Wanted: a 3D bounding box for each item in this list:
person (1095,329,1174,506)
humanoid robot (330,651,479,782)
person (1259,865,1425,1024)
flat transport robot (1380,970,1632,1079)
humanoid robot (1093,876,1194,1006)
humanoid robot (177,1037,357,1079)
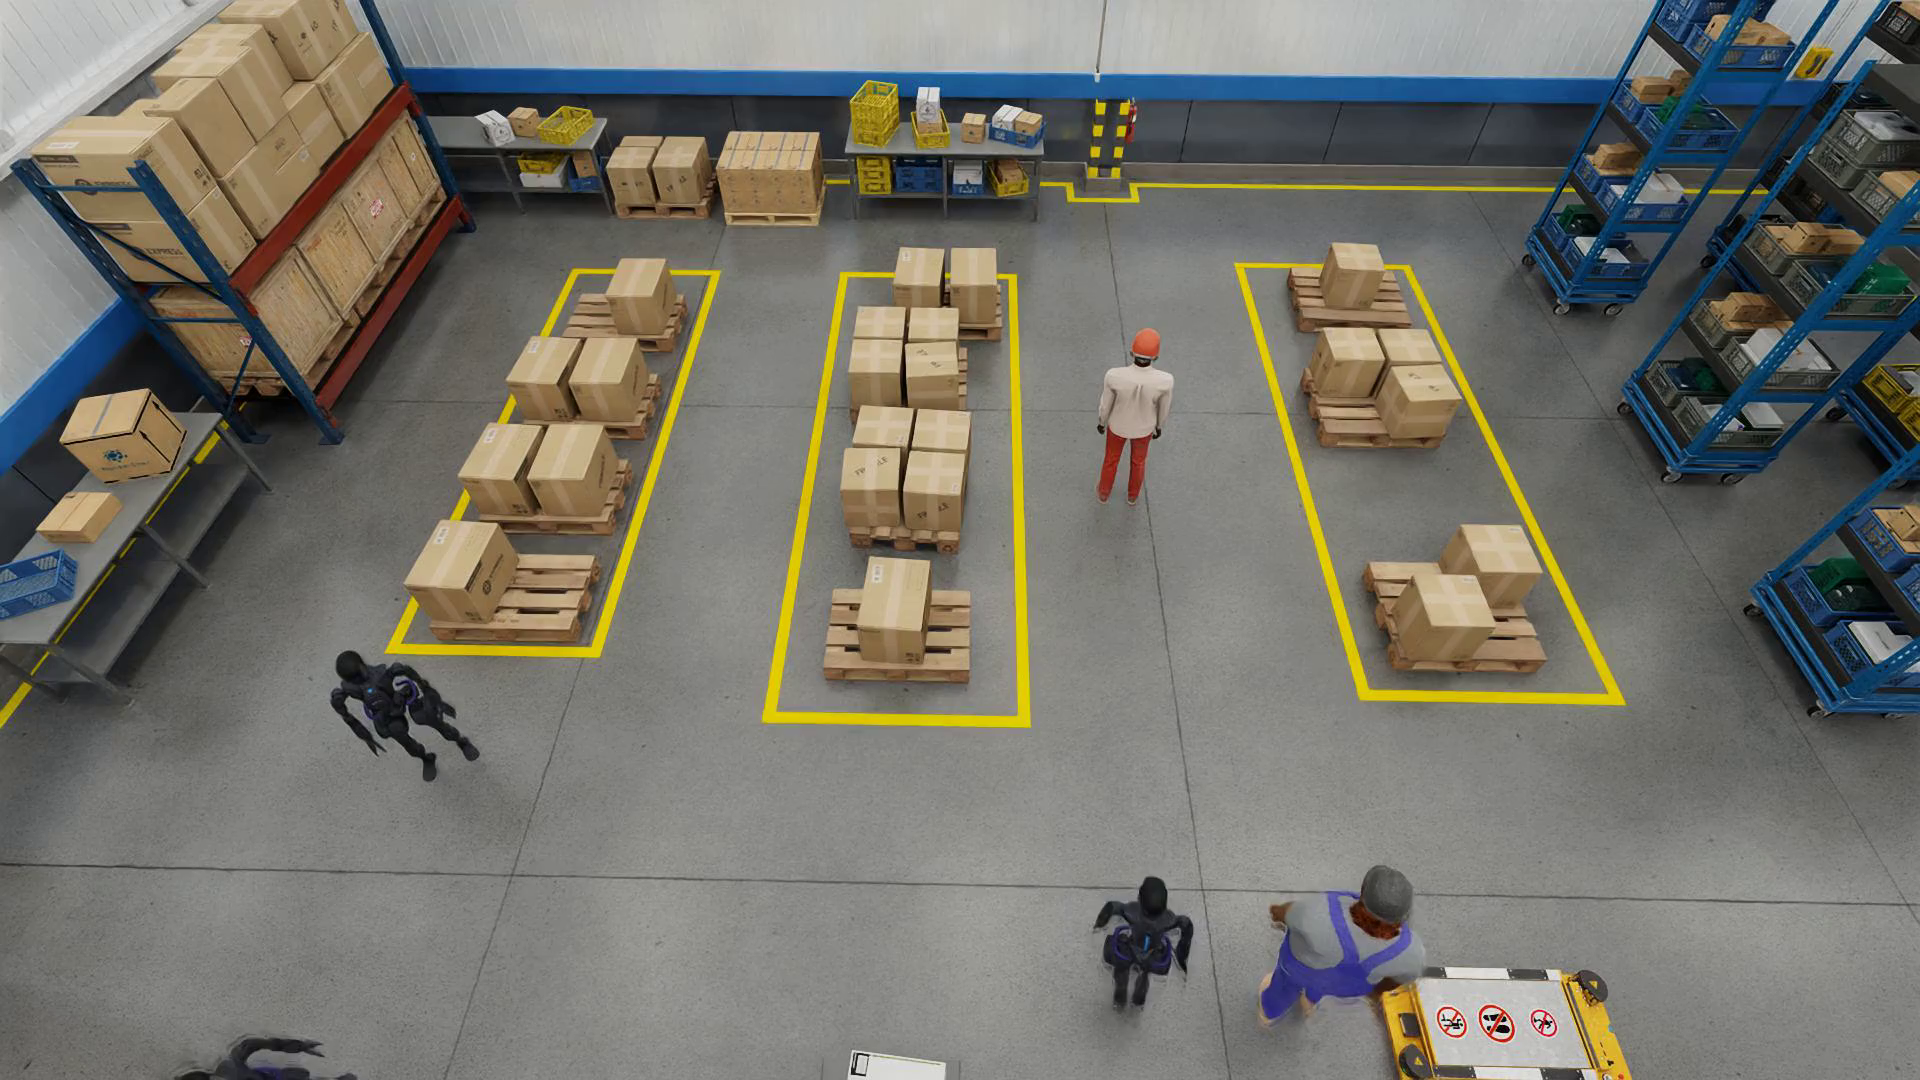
[{"bbox_3d":[1.537,-1.054,8.233,0.615,1.994,0.378,4,51,3],"label":"person"},{"bbox_3d":[-3.998,1.247,6.562,0.593,1.646,0.366,-26,55,-20],"label":"humanoid robot"},{"bbox_3d":[2.181,2.378,5.405,0.699,2.000,0.600,11,52,9],"label":"person"},{"bbox_3d":[3.501,3.133,5.914,1.431,0.197,0.652,1,51,1],"label":"flat transport robot"},{"bbox_3d":[1.110,2.453,5.582,0.602,1.646,0.424,8,51,7],"label":"humanoid robot"},{"bbox_3d":[-3.833,3.096,5.063,0.450,1.635,0.655,-1,51,-1],"label":"humanoid robot"}]
